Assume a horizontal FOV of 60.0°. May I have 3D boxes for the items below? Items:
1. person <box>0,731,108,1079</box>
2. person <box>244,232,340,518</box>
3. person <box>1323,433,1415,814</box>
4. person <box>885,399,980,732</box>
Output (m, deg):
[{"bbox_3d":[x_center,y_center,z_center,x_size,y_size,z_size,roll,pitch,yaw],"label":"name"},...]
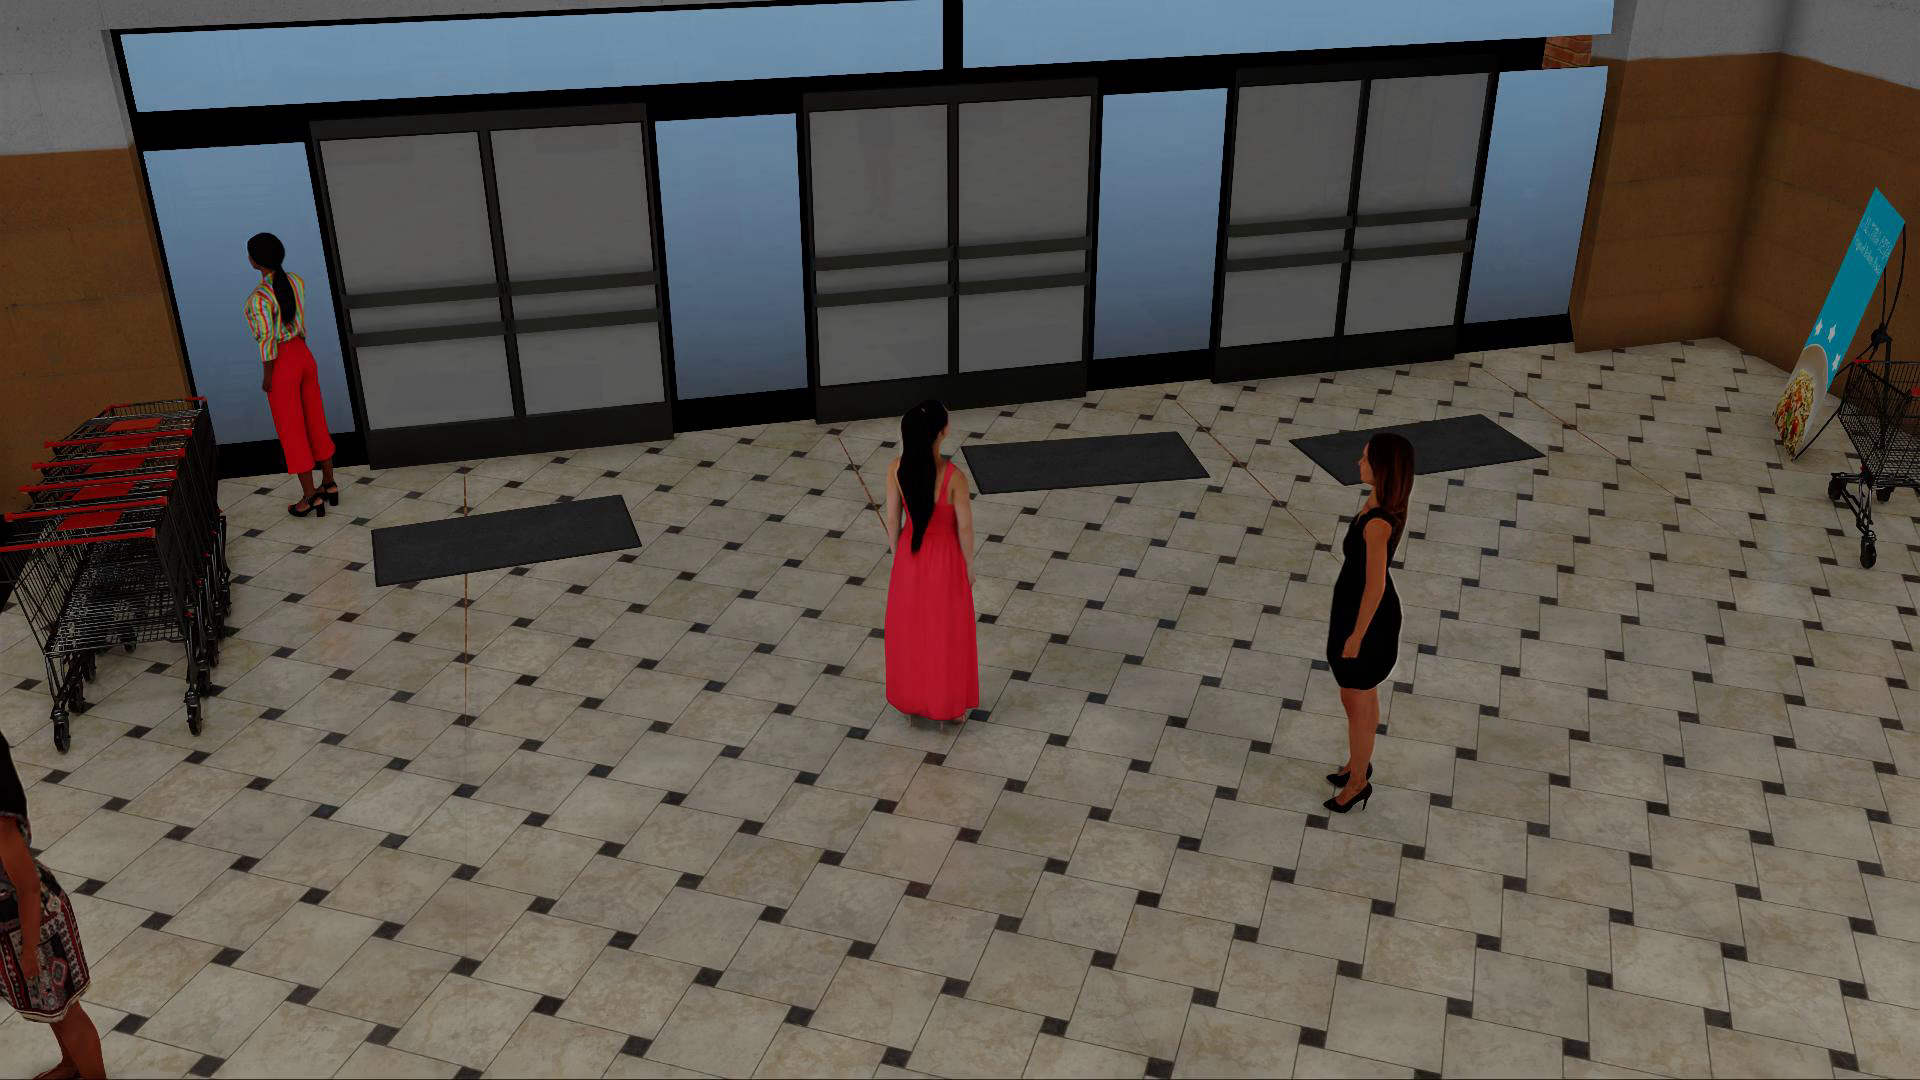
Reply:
[{"bbox_3d":[-3.217,1.302,5.720,0.785,1.645,0.642,-23,35,-37],"label":"person"},{"bbox_3d":[-4.061,-0.996,10.088,0.739,1.793,0.634,7,28,14],"label":"person"},{"bbox_3d":[1.783,0.385,7.320,0.722,1.835,0.625,8,28,16],"label":"person"},{"bbox_3d":[-0.143,0.135,7.931,0.714,1.726,0.747,9,28,18],"label":"person"}]
